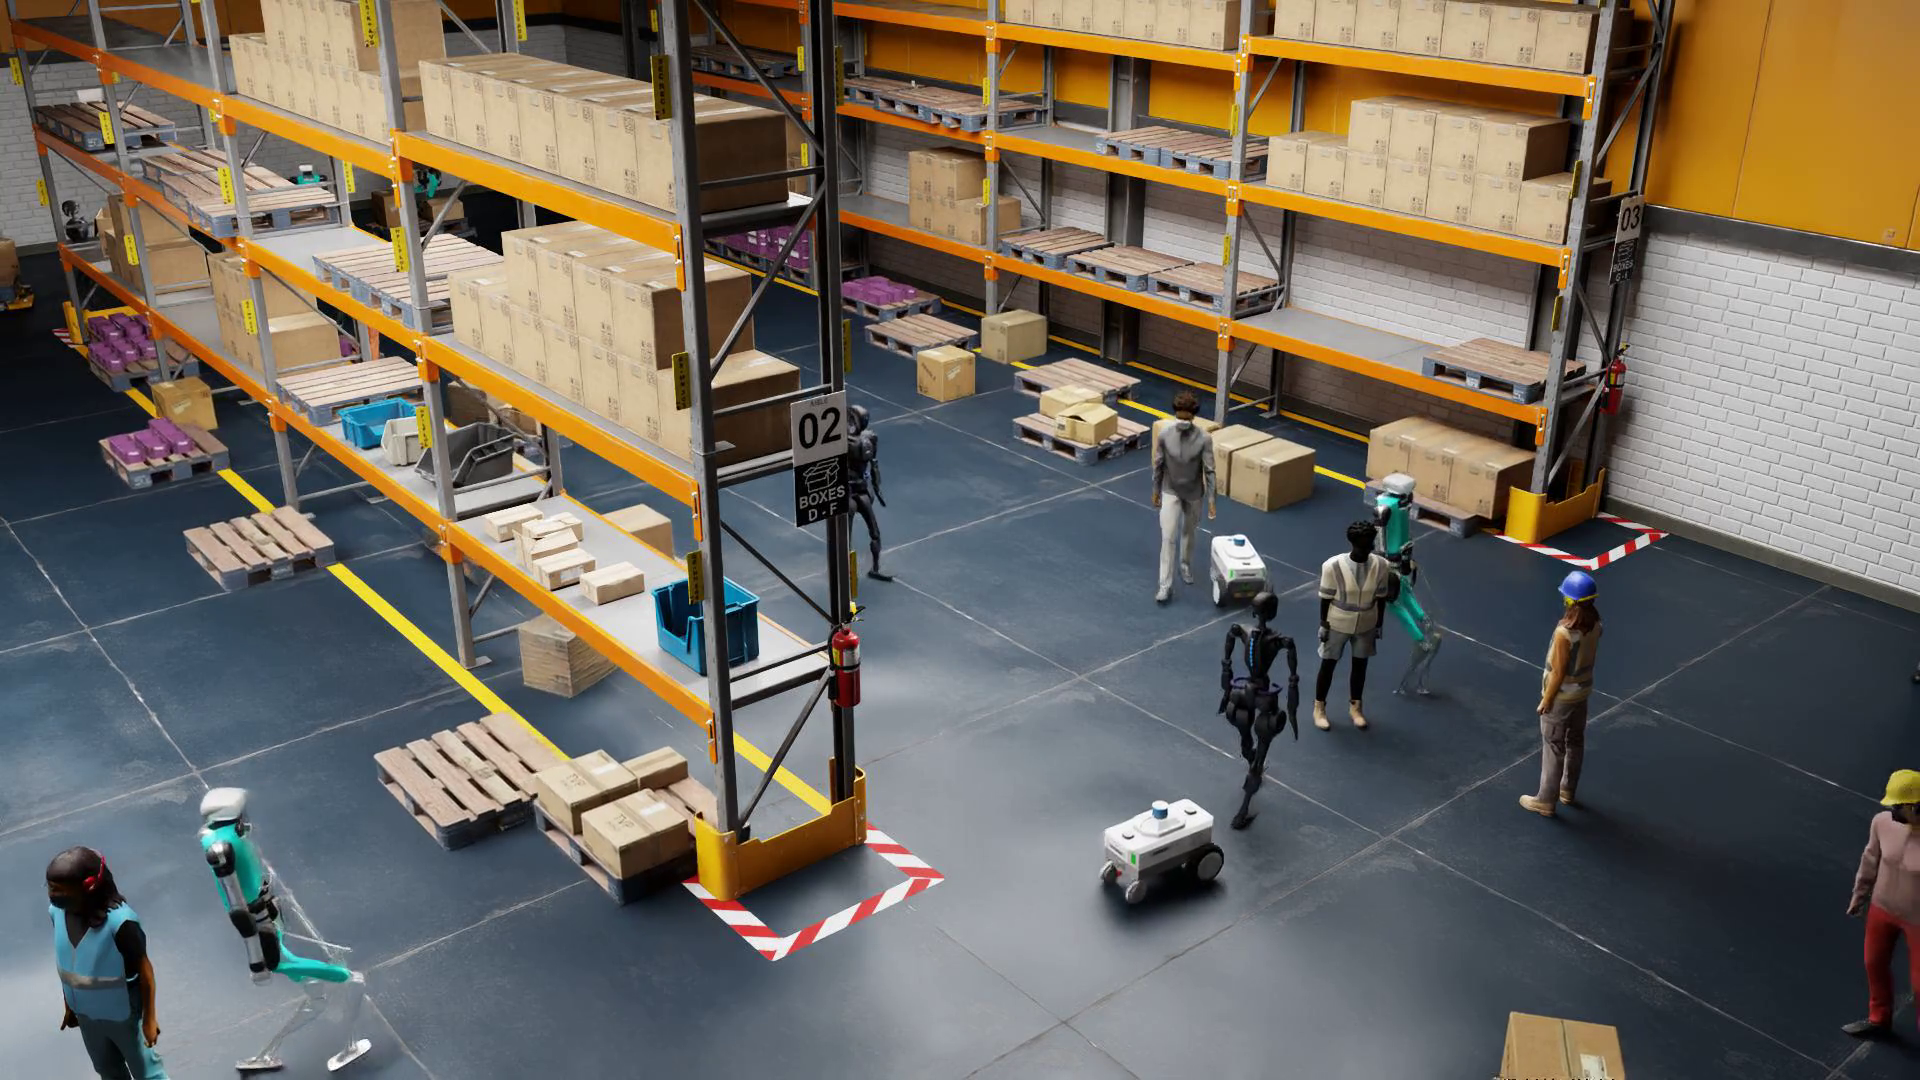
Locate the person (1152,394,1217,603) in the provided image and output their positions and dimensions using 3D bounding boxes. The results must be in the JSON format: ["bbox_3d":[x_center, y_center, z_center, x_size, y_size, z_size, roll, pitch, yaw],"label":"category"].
[{"bbox_3d":[1.954,-0.381,14.517,0.569,1.849,0.929,4,24,9],"label":"person"}]

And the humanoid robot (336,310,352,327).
[{"bbox_3d":[-8.367,-3.730,22.432,0.832,1.761,0.546,7,24,16],"label":"humanoid robot"}]

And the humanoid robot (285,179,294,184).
[{"bbox_3d":[-9.601,-4.381,24.012,0.334,1.658,0.612,6,24,14],"label":"humanoid robot"}]

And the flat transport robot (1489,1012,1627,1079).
[{"bbox_3d":[3.153,3.319,7.957,1.431,0.231,0.659,5,24,12],"label":"flat transport robot"}]

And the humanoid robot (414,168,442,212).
[{"bbox_3d":[-9.019,-6.053,27.862,0.745,1.823,0.541,9,25,20],"label":"humanoid robot"}]

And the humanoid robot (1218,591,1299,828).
[{"bbox_3d":[2.061,1.096,11.379,0.610,1.619,0.784,15,28,31],"label":"humanoid robot"}]

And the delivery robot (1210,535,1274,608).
[{"bbox_3d":[2.459,0.261,14.699,0.499,0.612,0.809,-2,23,-5],"label":"delivery robot"}]

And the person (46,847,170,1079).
[{"bbox_3d":[-4.200,2.327,8.240,0.538,1.865,0.374,6,24,14],"label":"person"}]

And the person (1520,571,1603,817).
[{"bbox_3d":[4.112,1.040,11.332,0.474,1.775,0.324,-16,28,-33],"label":"person"}]

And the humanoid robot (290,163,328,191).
[{"bbox_3d":[-9.656,-4.781,24.841,0.543,1.771,0.665,-10,25,-21],"label":"humanoid robot"}]

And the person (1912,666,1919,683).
[{"bbox_3d":[7.816,0.263,12.955,0.547,1.924,0.387,13,27,27],"label":"person"}]

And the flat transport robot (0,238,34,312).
[{"bbox_3d":[-13.866,-3.359,23.422,1.431,0.231,0.659,-10,25,-23],"label":"flat transport robot"}]

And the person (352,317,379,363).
[{"bbox_3d":[-7.196,-2.753,20.144,0.501,1.758,0.344,13,27,28],"label":"person"}]

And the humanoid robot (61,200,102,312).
[{"bbox_3d":[-11.949,-3.795,22.656,0.316,1.652,0.608,-17,29,-35],"label":"humanoid robot"}]

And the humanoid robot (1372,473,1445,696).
[{"bbox_3d":[3.557,0.400,12.912,0.815,1.809,0.552,15,28,32],"label":"humanoid robot"}]

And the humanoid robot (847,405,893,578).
[{"bbox_3d":[-0.911,-0.406,14.808,0.481,1.640,0.590,17,29,34],"label":"humanoid robot"}]

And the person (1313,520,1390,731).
[{"bbox_3d":[2.915,0.629,12.397,0.534,1.693,0.320,-2,23,-5],"label":"person"}]

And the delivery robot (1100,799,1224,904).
[{"bbox_3d":[1.286,1.957,10.733,0.776,0.580,0.499,-15,27,-30],"label":"delivery robot"}]

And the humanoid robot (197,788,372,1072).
[{"bbox_3d":[-3.527,2.112,8.942,0.925,1.782,0.581,-5,24,-12],"label":"humanoid robot"}]

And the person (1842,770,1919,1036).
[{"bbox_3d":[5.185,2.056,9.047,0.428,1.720,0.648,-14,27,-29],"label":"person"}]
